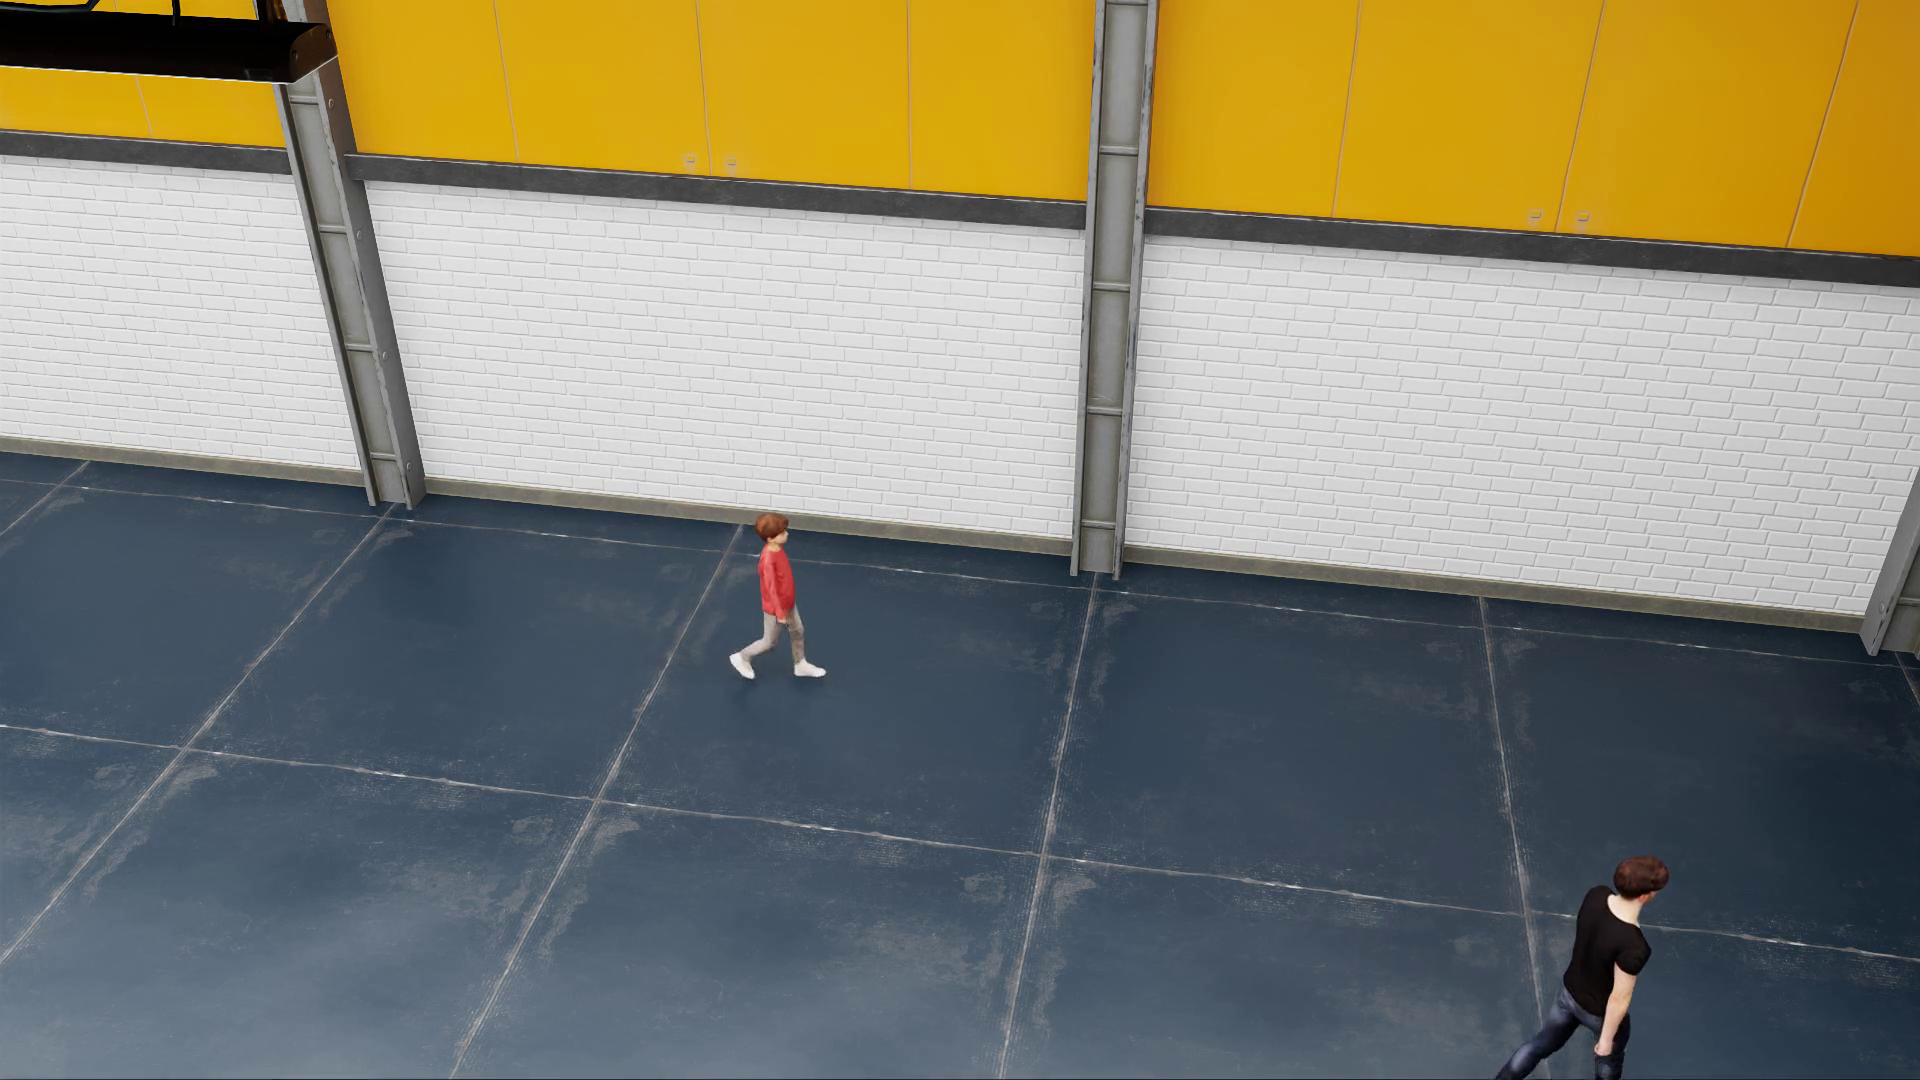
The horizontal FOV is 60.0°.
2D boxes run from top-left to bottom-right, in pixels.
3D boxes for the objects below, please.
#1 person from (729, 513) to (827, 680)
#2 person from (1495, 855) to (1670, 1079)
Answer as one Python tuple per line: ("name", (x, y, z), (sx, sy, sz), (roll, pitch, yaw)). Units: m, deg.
("person", (-1.359, 0.433, 11.785), (0.892, 1.398, 0.522), (7, 34, 10))
("person", (3.134, 2.354, 8.479), (1.330, 1.860, 1.059), (-8, 34, -12))
